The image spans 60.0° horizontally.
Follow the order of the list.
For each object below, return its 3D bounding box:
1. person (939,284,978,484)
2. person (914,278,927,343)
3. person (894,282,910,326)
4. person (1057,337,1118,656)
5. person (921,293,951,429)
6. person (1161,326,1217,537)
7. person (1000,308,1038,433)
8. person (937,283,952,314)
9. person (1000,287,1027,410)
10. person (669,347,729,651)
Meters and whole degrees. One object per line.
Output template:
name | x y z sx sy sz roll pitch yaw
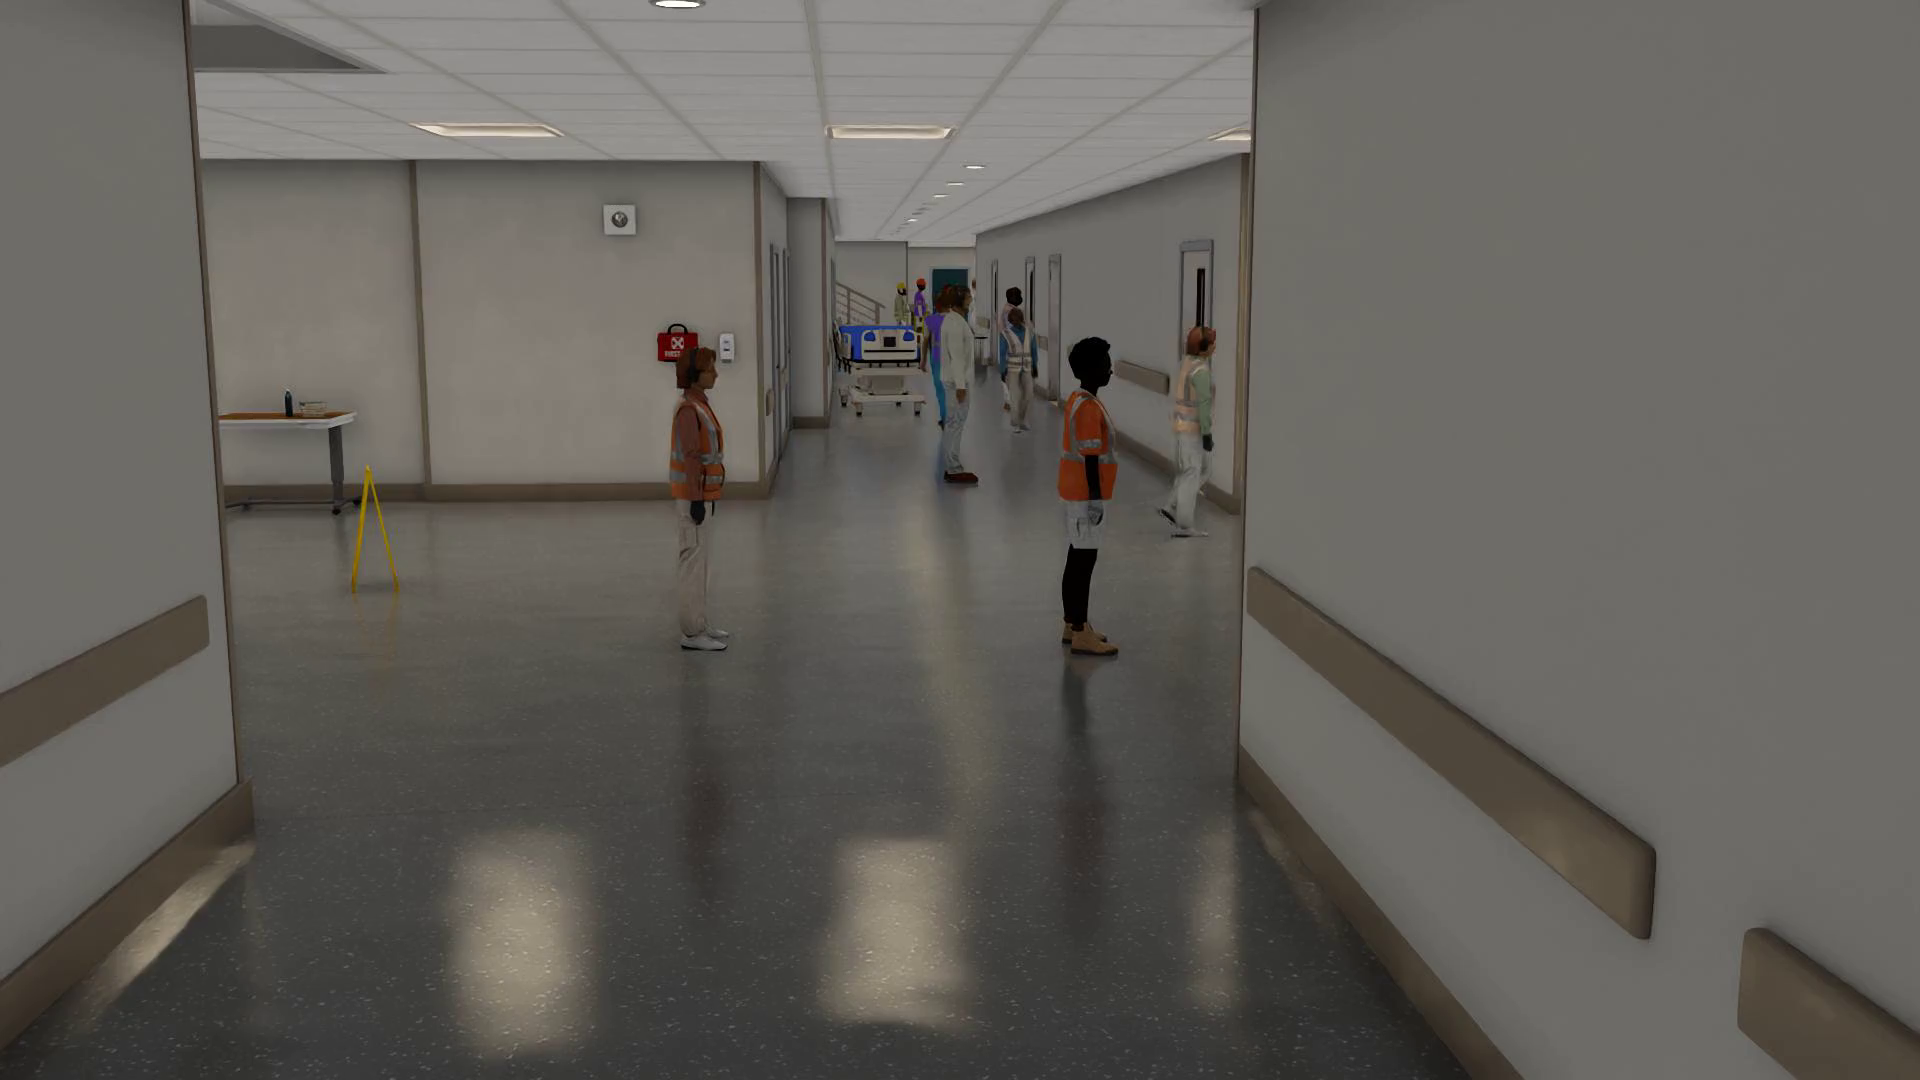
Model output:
person | -0.023 -1.519 16.231 0.358 1.938 0.635 -1 9 -4
person | -1.051 -6.068 44.777 0.359 1.938 0.547 -1 9 -4
person | -1.498 -5.702 42.794 0.404 1.837 0.593 -1 9 -4
person | 0.686 -0.236 8.919 0.318 1.696 0.537 -1 9 -4
person | -0.200 -2.364 22.014 0.554 1.794 0.939 -3 10 -20
person | 1.823 -0.826 12.833 0.366 1.631 0.516 0 9 -1
person | 0.723 -2.188 21.436 0.568 1.607 0.569 -4 10 -24
person | -0.323 -4.531 35.417 0.387 1.846 0.566 -1 9 -4
person | 0.814 -2.879 25.050 0.429 1.846 0.626 -1 9 -4
person | -1.425 -0.227 9.038 0.308 1.641 0.517 -1 9 -4
